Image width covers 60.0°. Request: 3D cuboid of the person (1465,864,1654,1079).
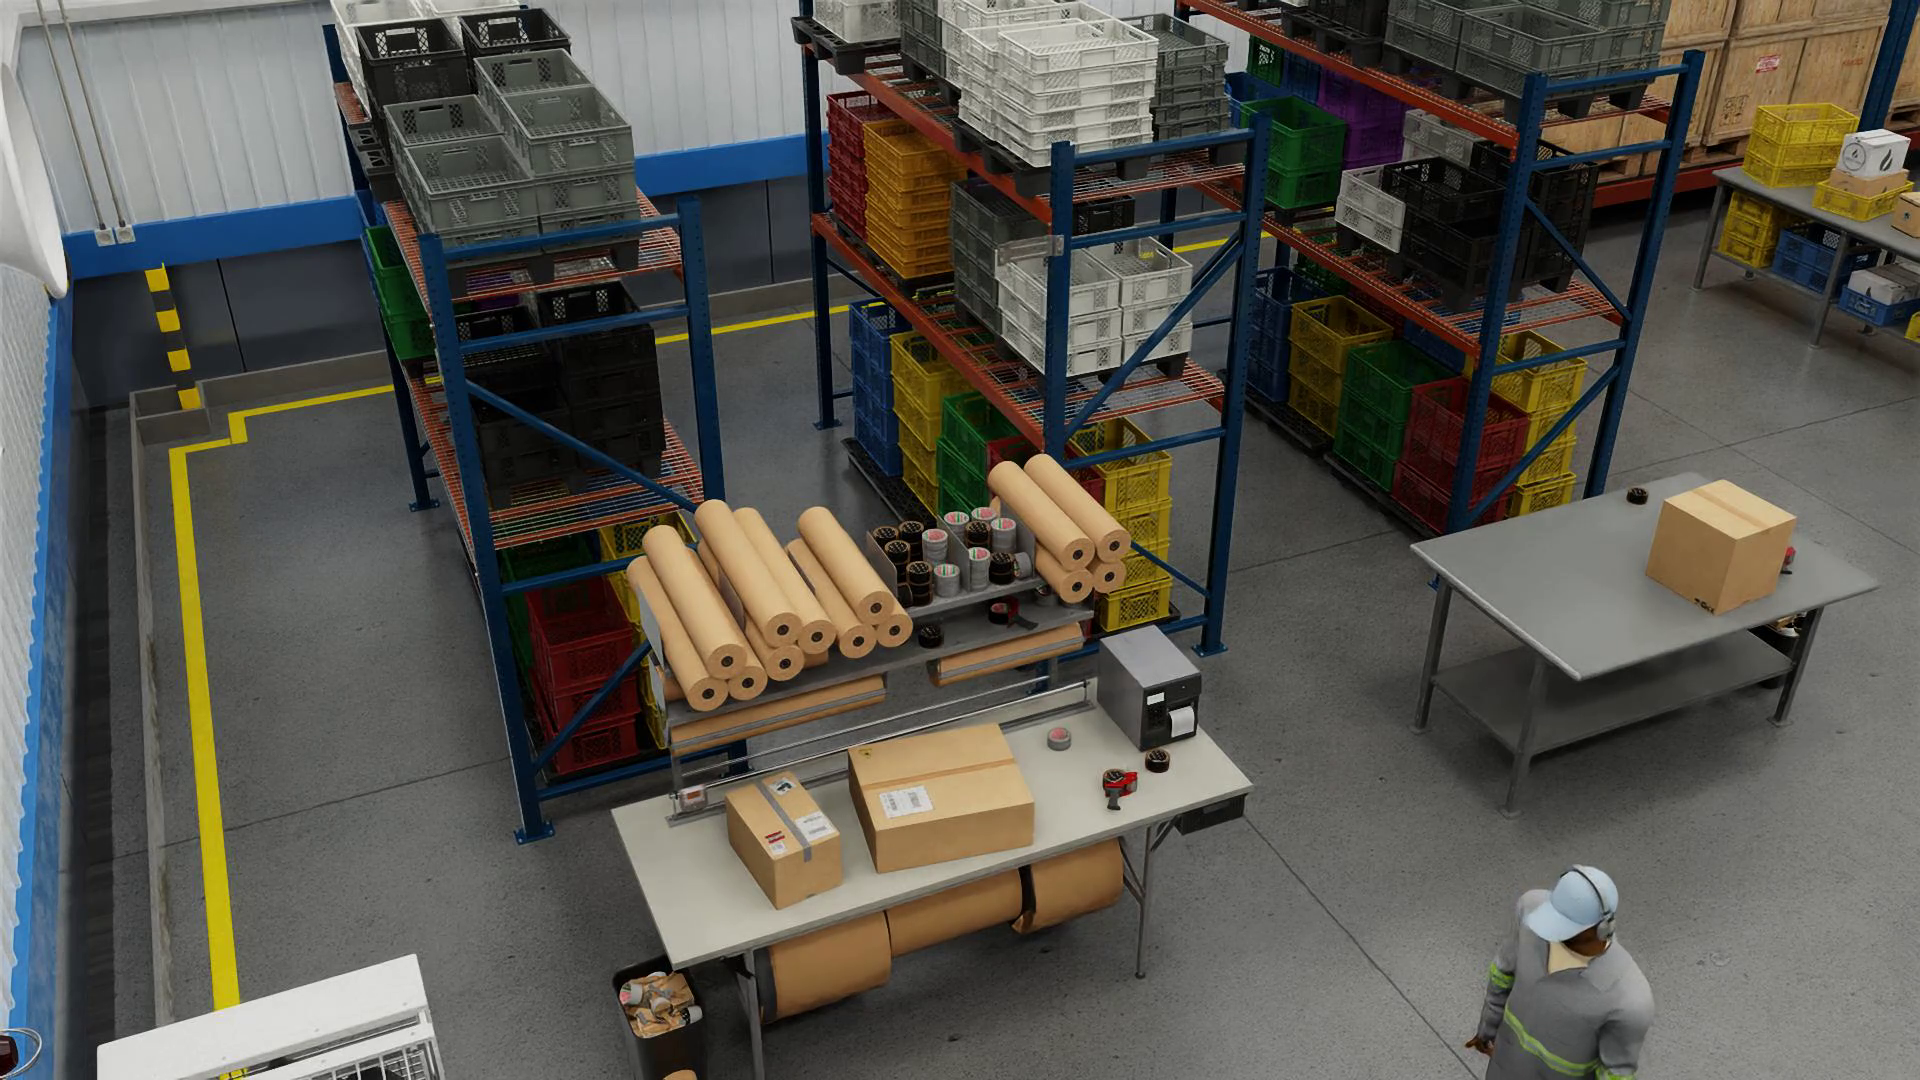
[{"bbox_3d":[1.929,1.785,5.566,0.397,1.848,0.587,-14,34,-21],"label":"person"}]
